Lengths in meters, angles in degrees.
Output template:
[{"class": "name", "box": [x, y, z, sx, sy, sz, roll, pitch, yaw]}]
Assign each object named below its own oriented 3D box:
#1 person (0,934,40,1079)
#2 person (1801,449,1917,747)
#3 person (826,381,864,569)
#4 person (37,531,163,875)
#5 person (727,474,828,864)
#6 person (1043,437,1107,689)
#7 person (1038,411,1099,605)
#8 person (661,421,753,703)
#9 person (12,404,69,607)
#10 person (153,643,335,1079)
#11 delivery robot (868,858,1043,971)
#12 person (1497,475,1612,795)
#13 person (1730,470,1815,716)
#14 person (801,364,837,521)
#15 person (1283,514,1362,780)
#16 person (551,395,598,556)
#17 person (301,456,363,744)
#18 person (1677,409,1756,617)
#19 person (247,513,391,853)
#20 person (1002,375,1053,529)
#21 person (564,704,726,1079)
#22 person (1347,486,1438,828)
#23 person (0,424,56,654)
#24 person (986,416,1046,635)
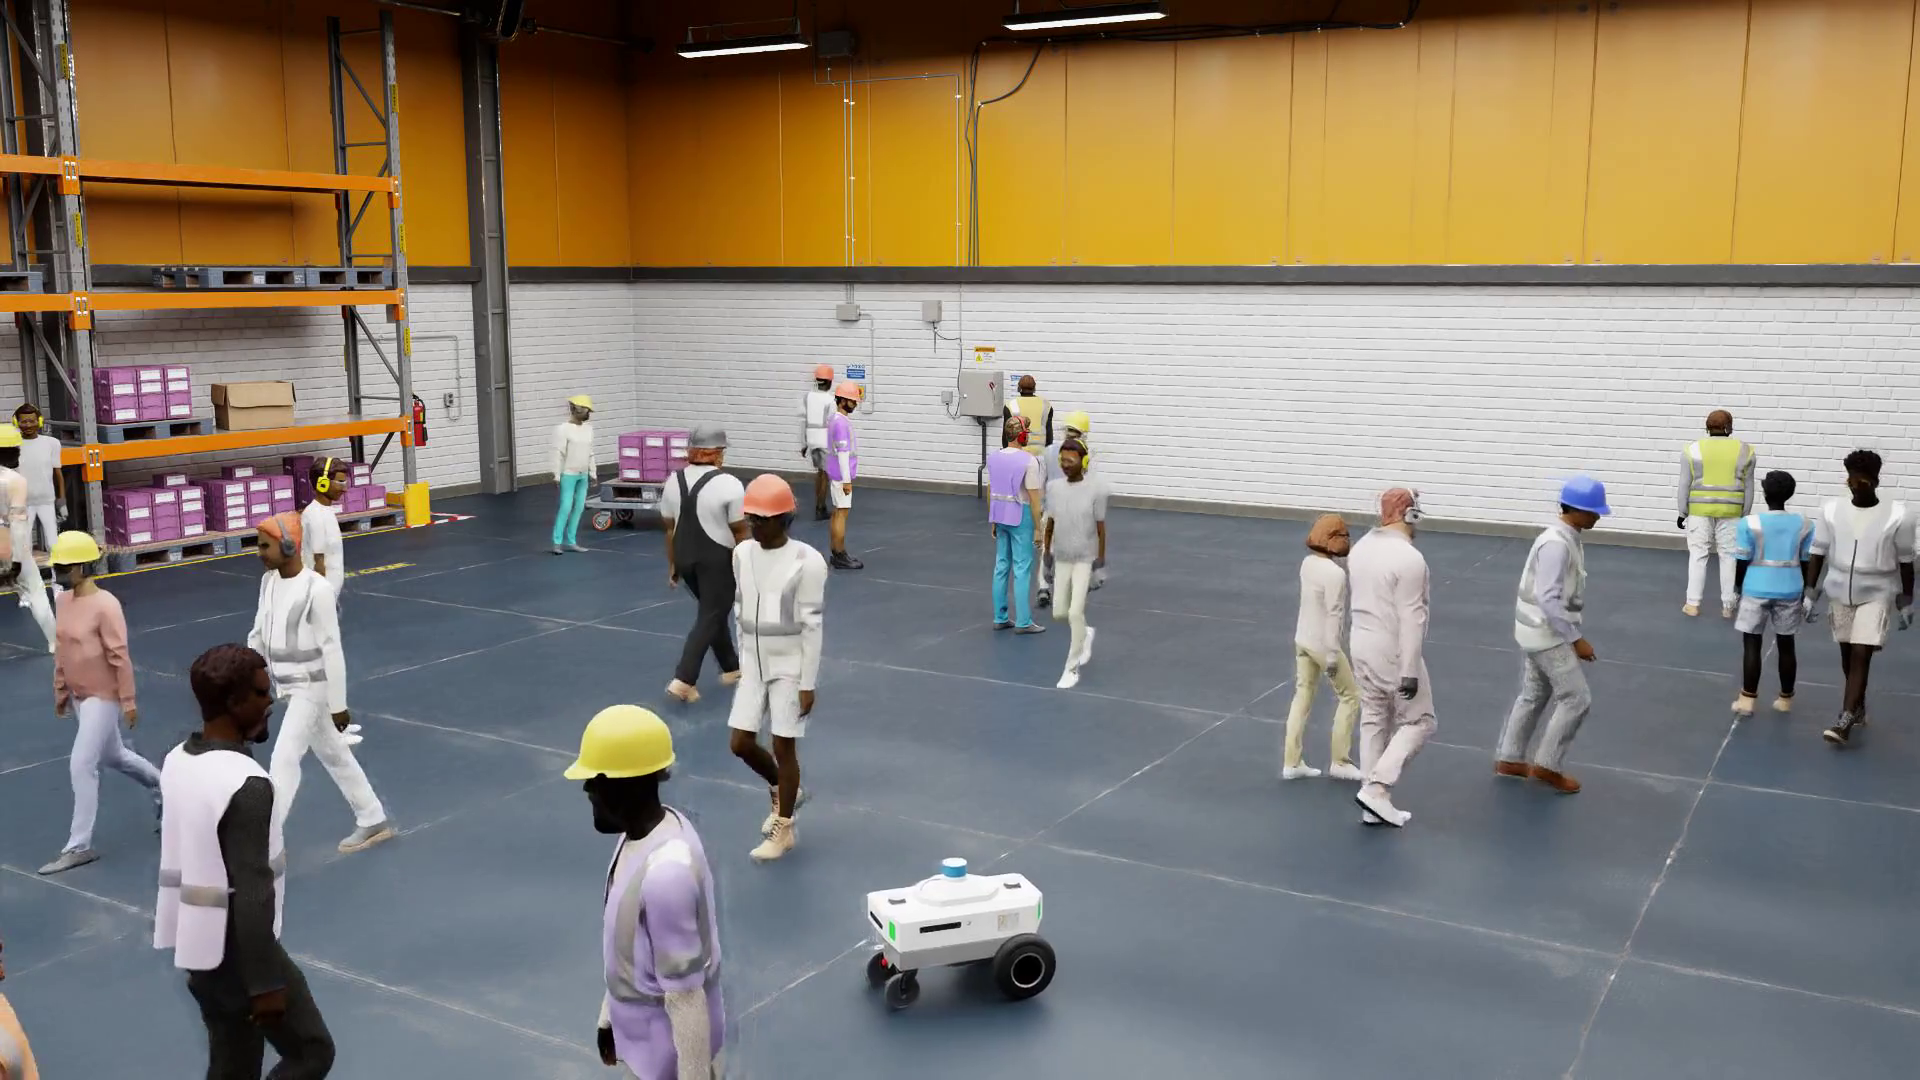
[{"class": "person", "box": [-2.262, 1.611, 3.874, 0.326, 1.623, 0.593, -6, 11, -33]}, {"class": "person", "box": [5.824, 0.358, 10.819, 1.019, 1.900, 0.613, -9, 12, -43]}, {"class": "person", "box": [-1.185, -0.666, 17.134, 0.373, 1.928, 0.543, -2, 9, -12]}, {"class": "person", "box": [-4.454, 0.788, 8.686, 0.534, 1.735, 0.853, 6, 11, 34]}, {"class": "person", "box": [-0.944, 0.659, 8.560, 0.602, 2.025, 0.470, 6, 11, 31]}, {"class": "person", "box": [0.869, 0.145, 12.340, 0.510, 1.850, 0.665, 5, 10, 28]}, {"class": "person", "box": [0.966, -0.300, 15.305, 0.649, 1.789, 0.930, 5, 11, 30]}, {"class": "person", "box": [-1.810, 0.113, 11.918, 0.685, 2.000, 1.015, 6, 11, 35]}, {"class": "person", "box": [-8.449, -0.320, 15.198, 0.515, 1.861, 0.320, -5, 10, -28]}, {"class": "person", "box": [-2.231, 1.262, 5.164, 0.452, 1.904, 0.627, -9, 13, -44]}, {"class": "delivery robot", "box": [-0.023, 1.590, 7.030, 0.707, 0.478, 0.477, -3, 10, -20]}, {"class": "person", "box": [3.421, 0.556, 9.624, 0.603, 1.890, 0.636, 4, 10, 24]}, {"class": "person", "box": [5.557, 0.367, 11.398, 0.540, 1.696, 0.318, 0, 9, 3]}, {"class": "person", "box": [-1.651, -1.203, 20.514, 0.568, 1.913, 0.604, 5, 10, 28]}, {"class": "person", "box": [2.224, 0.642, 9.926, 0.623, 1.610, 0.521, -2, 9, -14]}, {"class": "person", "box": [-4.173, -0.704, 17.998, 0.358, 1.729, 0.600, 5, 10, 29]}, {"class": "person", "box": [-4.086, 0.386, 10.766, 0.335, 1.864, 0.514, -3, 10, -18]}, {"class": "person", "box": [6.666, -0.233, 14.707, 0.624, 1.841, 0.430, 3, 10, 19]}, {"class": "person", "box": [-3.384, 0.769, 8.475, 1.019, 1.832, 0.573, -9, 13, -43]}, {"class": "person", "box": [0.789, -1.039, 19.725, 0.634, 1.841, 0.429, -3, 9, -15]}, {"class": "person", "box": [-0.902, 1.369, 4.604, 1.018, 1.868, 0.615, -2, 9, -12]}, {"class": "person", "box": [2.362, 0.642, 9.103, 0.409, 1.884, 0.652, -3, 10, -19]}, {"class": "person", "box": [-7.413, 0.038, 12.923, 0.592, 1.876, 1.008, 3, 10, 19]}, {"class": "person", "box": [0.455, -0.123, 13.993, 0.381, 1.845, 0.570, -9, 13, -44]}]
